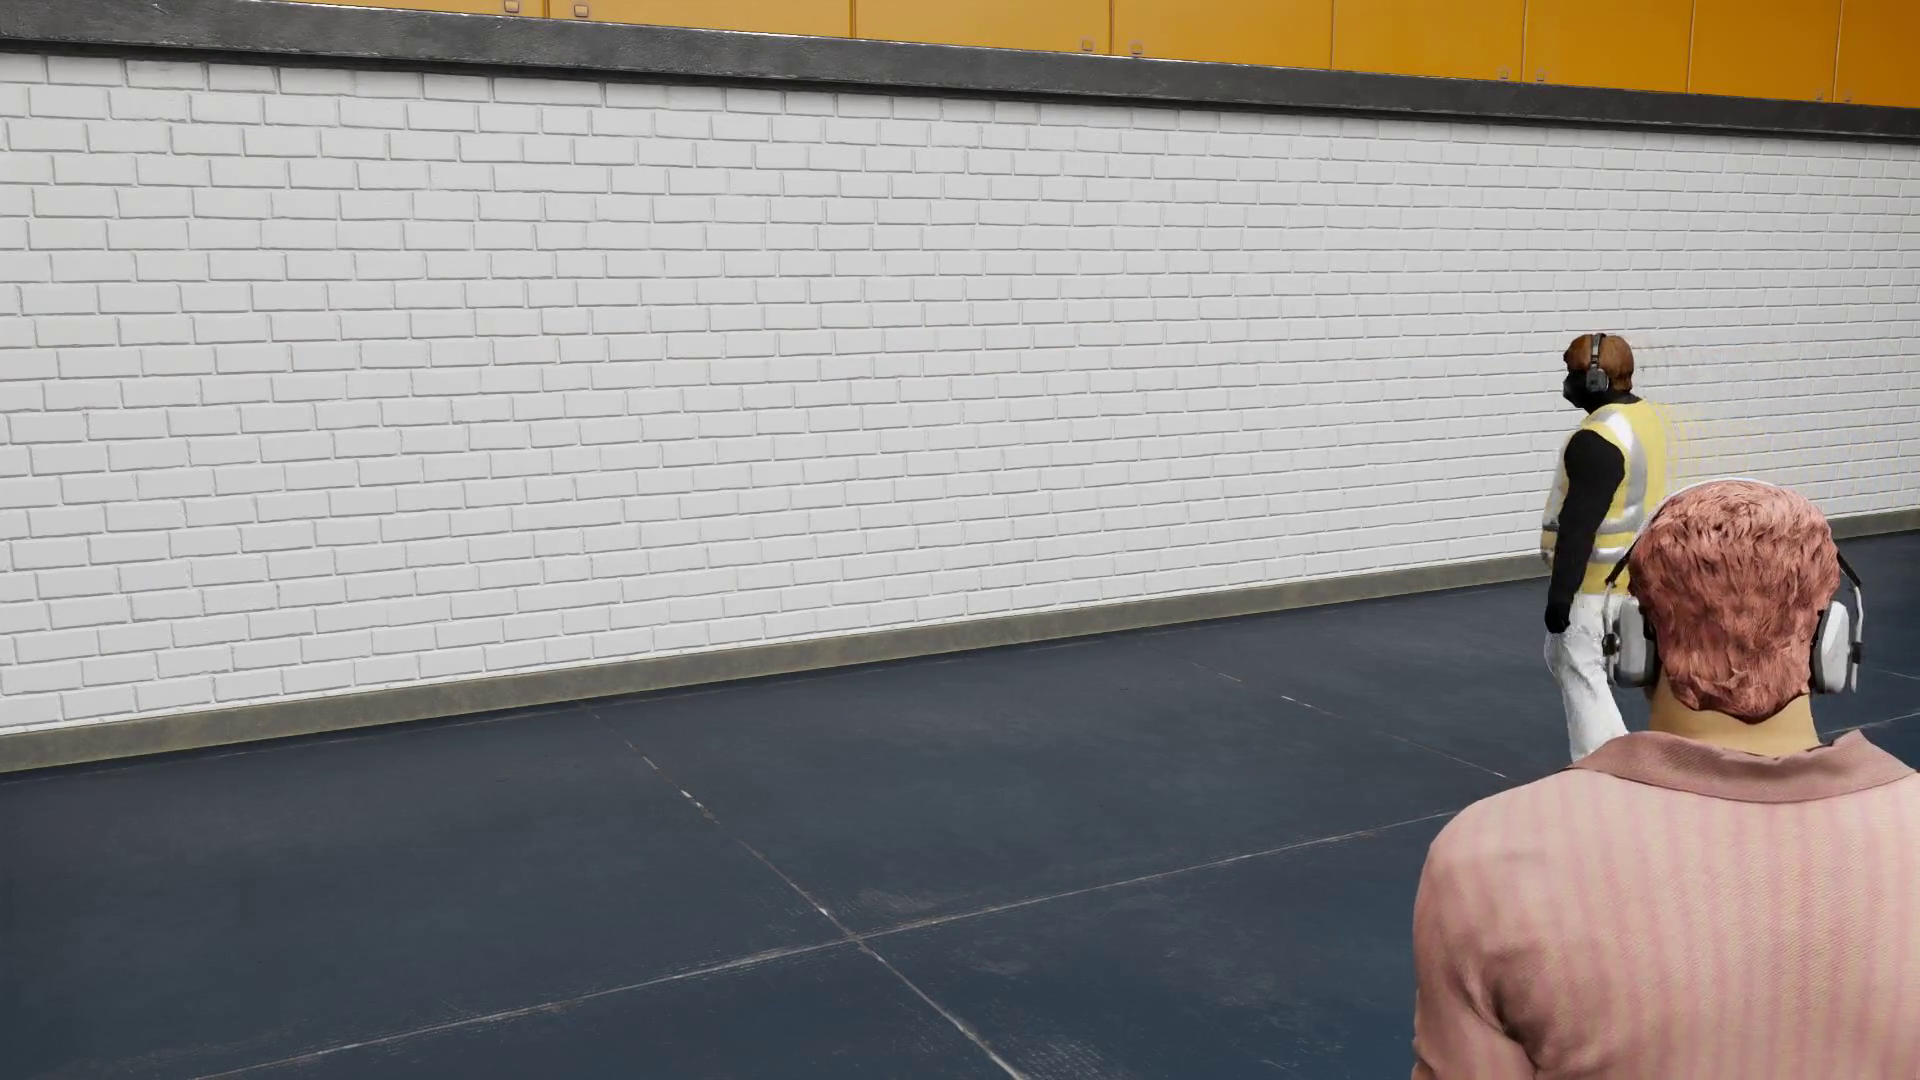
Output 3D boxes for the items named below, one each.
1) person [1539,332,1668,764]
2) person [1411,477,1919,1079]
[{"bbox_3d":[2.363,0.146,6.199,0.452,1.827,0.647,7,12,36],"label":"person"},{"bbox_3d":[0.781,0.880,1.790,0.638,1.901,0.402,1,10,8],"label":"person"}]
